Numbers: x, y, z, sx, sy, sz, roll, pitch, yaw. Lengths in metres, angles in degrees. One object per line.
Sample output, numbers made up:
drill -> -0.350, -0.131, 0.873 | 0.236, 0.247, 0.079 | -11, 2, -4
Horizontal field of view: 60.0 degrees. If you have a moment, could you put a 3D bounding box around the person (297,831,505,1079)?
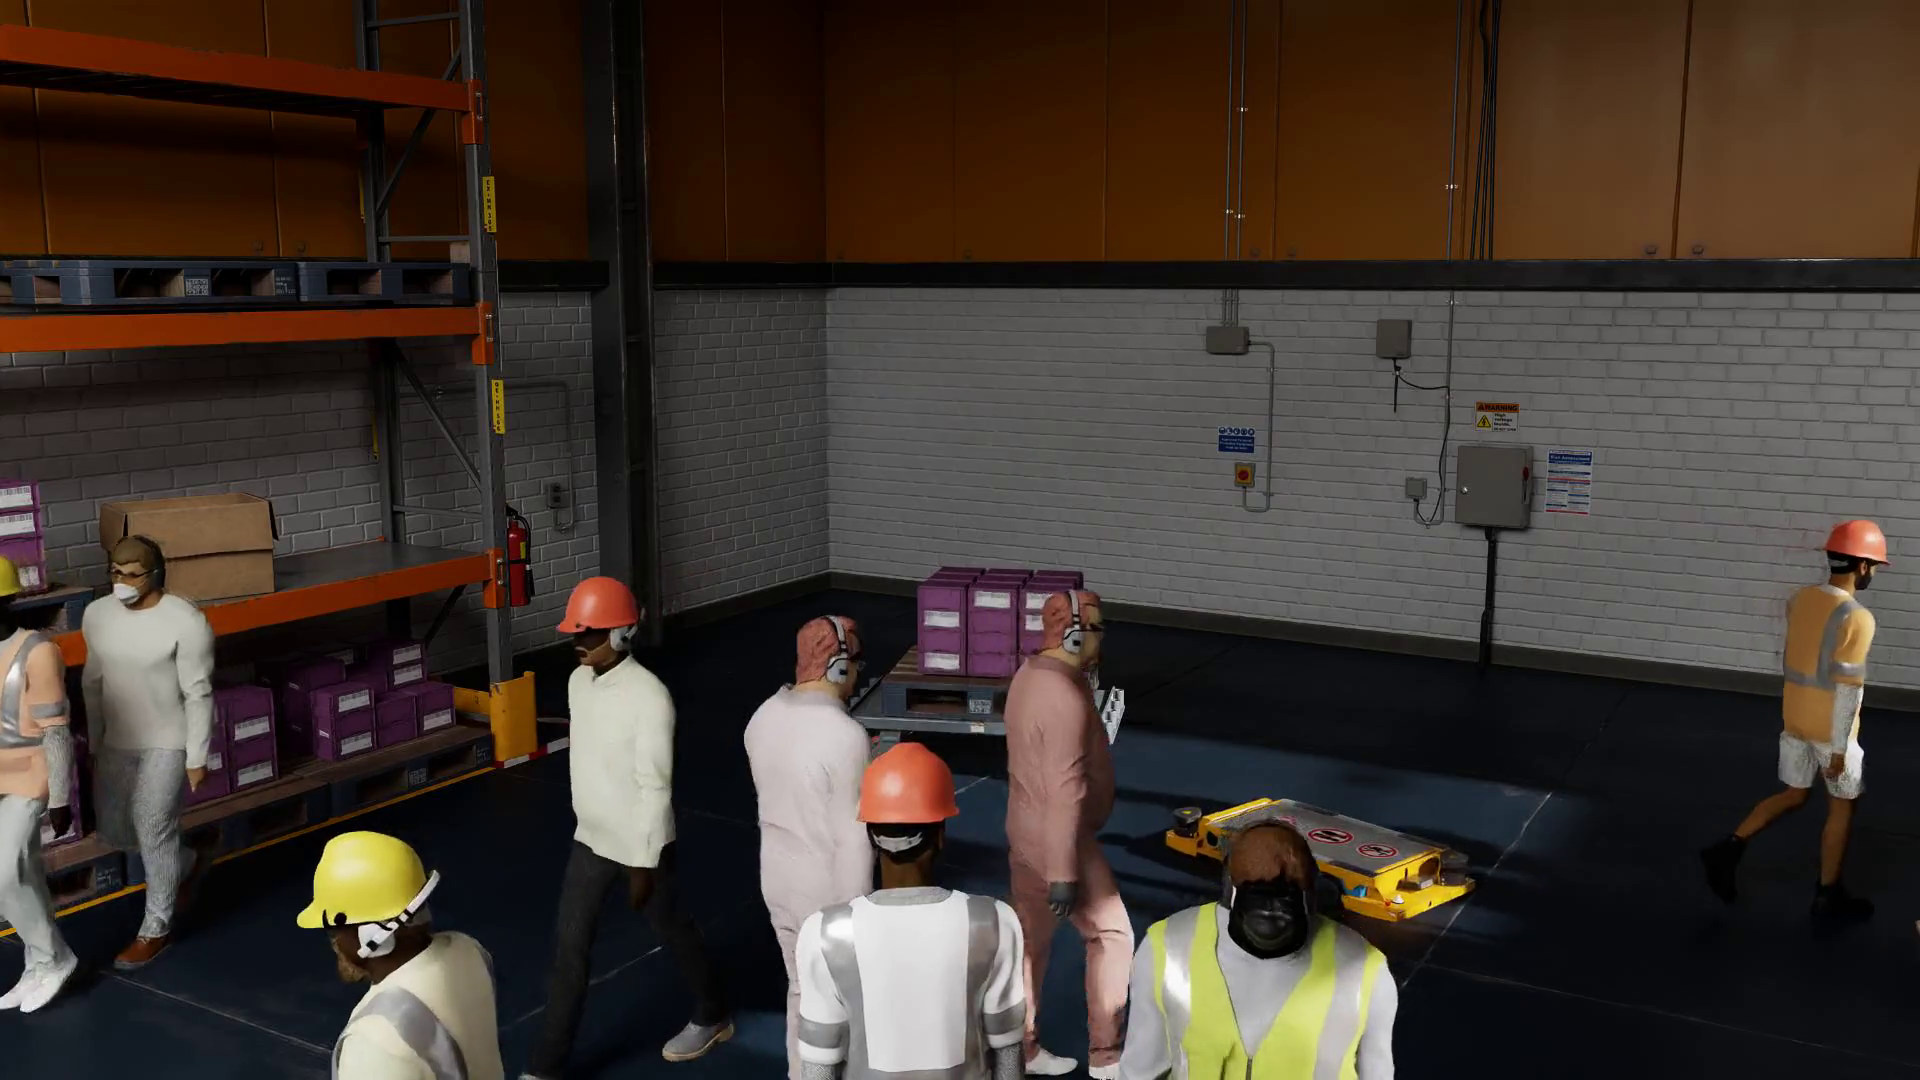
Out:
person -> -1.308, 1.530, 3.785 | 0.622, 1.802, 0.601 | 0, 9, -2

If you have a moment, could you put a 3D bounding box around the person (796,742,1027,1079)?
person -> -0.115, 1.438, 3.990 | 0.542, 1.931, 0.375 | -1, 9, -6

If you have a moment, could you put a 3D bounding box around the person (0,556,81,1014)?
person -> -3.885, 0.996, 6.781 | 0.610, 1.913, 0.438 | 6, 11, 32

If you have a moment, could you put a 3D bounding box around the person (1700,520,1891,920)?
person -> 3.915, 0.851, 7.725 | 0.760, 1.902, 0.560 | -1, 9, -9

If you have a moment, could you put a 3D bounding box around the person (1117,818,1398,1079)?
person -> 0.672, 1.525, 3.884 | 0.631, 1.792, 0.966 | 3, 10, 18

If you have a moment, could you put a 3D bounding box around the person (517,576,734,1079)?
person -> -1.252, 1.086, 6.162 | 0.635, 1.944, 1.019 | 8, 12, 42

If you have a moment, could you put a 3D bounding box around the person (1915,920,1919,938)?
person -> 4.427, 1.005, 6.945 | 0.745, 1.863, 0.569 | 0, 9, -1

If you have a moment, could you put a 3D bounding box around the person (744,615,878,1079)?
person -> -0.462, 1.191, 5.663 | 0.428, 1.884, 0.660 | -7, 12, -39

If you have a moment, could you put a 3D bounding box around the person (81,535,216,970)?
person -> -3.539, 0.902, 7.374 | 0.659, 1.919, 0.560 | 2, 9, 15

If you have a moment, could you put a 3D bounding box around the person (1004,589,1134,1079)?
person -> 0.482, 1.108, 6.176 | 0.757, 1.880, 0.681 | -2, 9, -13

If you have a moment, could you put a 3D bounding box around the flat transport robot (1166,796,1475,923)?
flat transport robot -> 1.788, 1.562, 8.377 | 0.652, 0.197, 1.431 | -8, 12, -40
